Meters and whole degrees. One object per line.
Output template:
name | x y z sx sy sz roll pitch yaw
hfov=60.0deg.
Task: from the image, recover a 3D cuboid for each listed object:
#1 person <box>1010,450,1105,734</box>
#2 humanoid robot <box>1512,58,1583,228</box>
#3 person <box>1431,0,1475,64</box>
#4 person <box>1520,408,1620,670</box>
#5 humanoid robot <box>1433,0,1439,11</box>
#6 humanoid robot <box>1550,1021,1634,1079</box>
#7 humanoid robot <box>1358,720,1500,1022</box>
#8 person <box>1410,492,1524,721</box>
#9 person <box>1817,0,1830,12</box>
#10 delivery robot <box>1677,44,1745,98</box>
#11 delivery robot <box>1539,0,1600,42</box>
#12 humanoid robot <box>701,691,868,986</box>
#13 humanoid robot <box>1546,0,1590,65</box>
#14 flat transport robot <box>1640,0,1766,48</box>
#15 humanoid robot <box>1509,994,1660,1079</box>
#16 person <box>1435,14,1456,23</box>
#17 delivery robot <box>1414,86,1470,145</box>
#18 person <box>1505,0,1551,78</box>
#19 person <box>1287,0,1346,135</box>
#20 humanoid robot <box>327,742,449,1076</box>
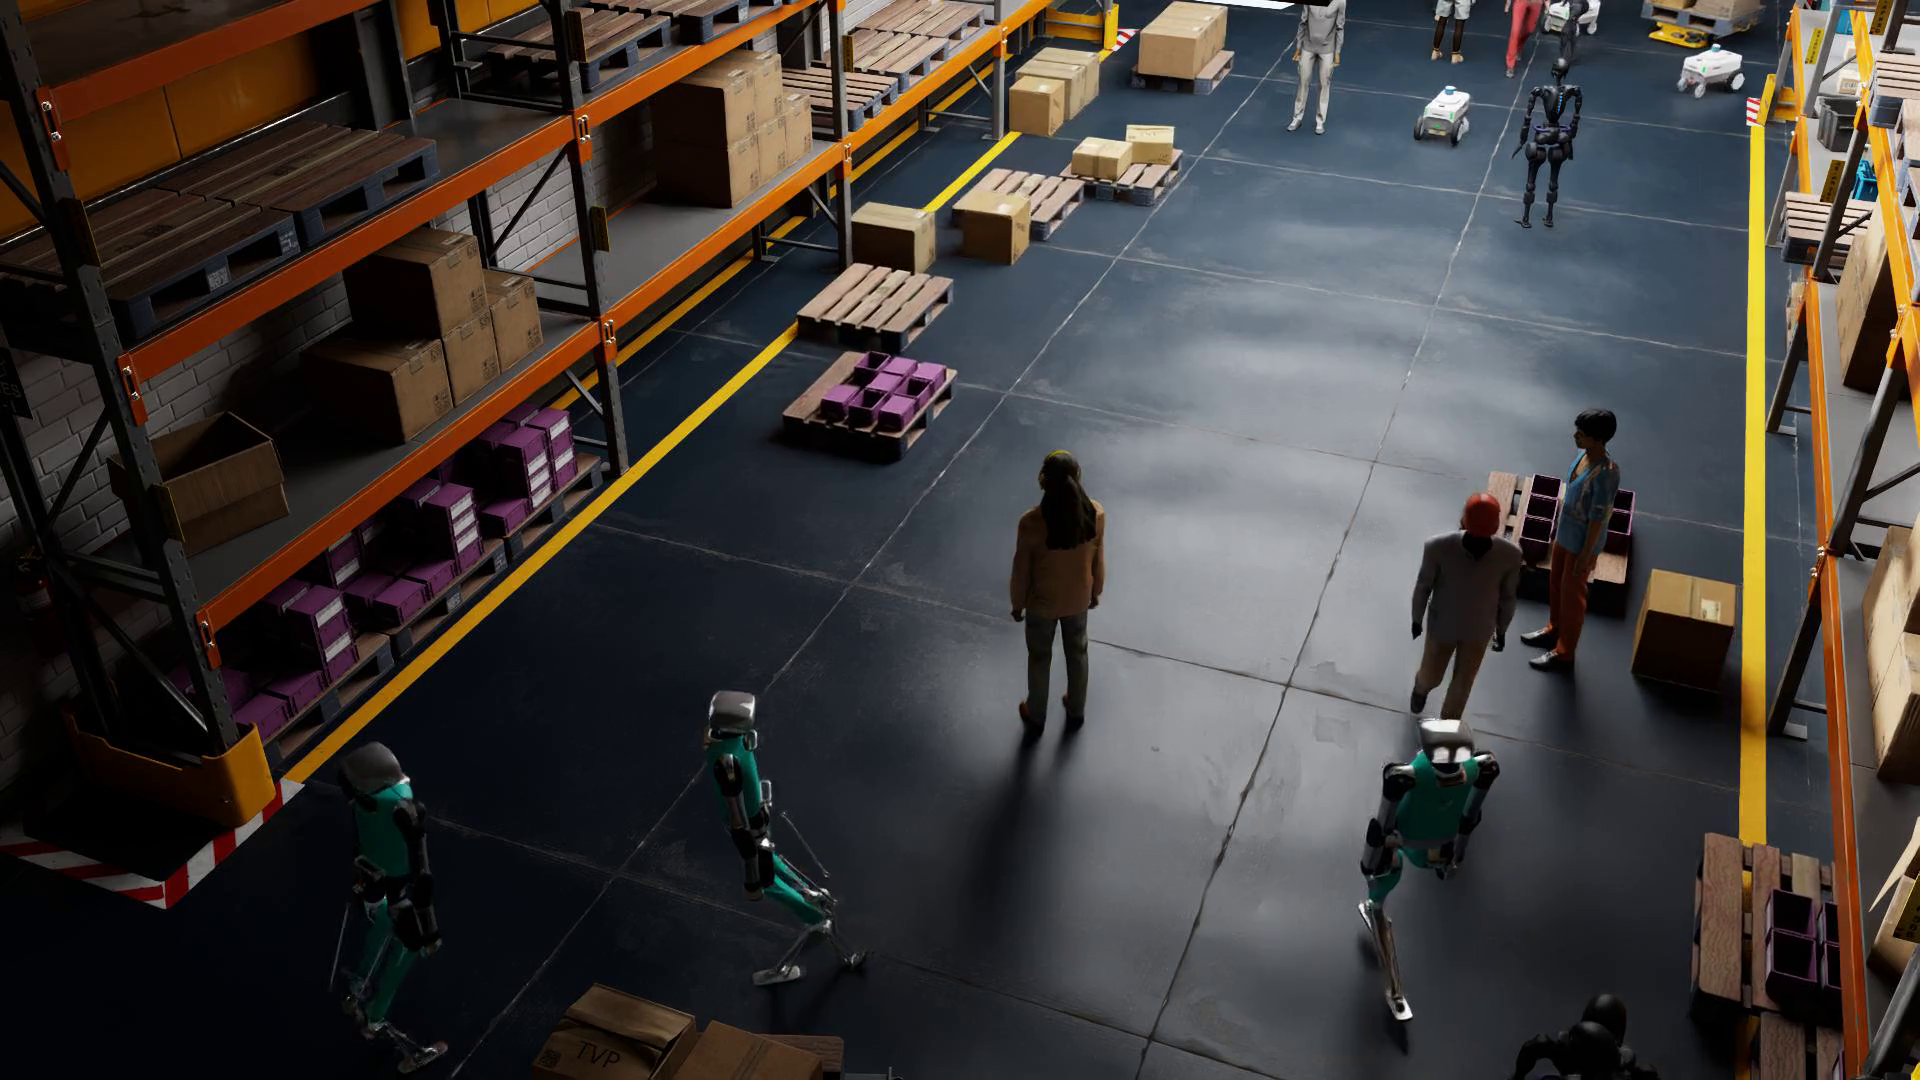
person | 0.570 0.331 9.612 0.562 1.870 0.394 -10 34 -15
humanoid robot | 5.754 -3.895 16.309 0.599 1.657 0.315 -1 33 -1
person | 6.238 -6.853 20.885 0.533 1.692 0.320 22 39 30
person | 3.783 -0.012 10.241 0.339 1.758 0.502 0 33 0
humanoid robot | 6.601 -8.048 22.722 0.697 1.825 0.551 -22 39 -30
humanoid robot | 2.303 2.506 6.427 0.609 1.639 0.487 -12 35 -18
humanoid robot | 2.122 1.429 8.051 0.537 1.745 1.002 -6 33 -9
person | 2.872 0.448 9.545 0.565 1.737 0.450 5 33 7
person | 10.930 -6.800 20.645 0.520 1.866 0.392 13 35 20
delivery robot | 9.115 -5.701 20.153 0.779 0.597 0.499 -17 37 -24
delivery robot | 8.137 -6.968 22.129 0.802 0.614 0.499 -20 38 -27
humanoid robot | -0.794 1.505 8.011 0.780 1.895 0.544 -5 33 -7
humanoid robot | 7.705 -6.806 20.824 0.475 1.646 0.601 0 33 0
flat transport robot | 9.876 -6.830 22.162 1.431 0.231 0.659 -25 40 -33
humanoid robot | 2.443 2.374 6.622 0.589 1.642 0.364 11 35 17
person | 6.727 -7.894 22.417 0.484 1.777 0.311 -7 34 -11
delivery robot | 5.490 -4.811 18.766 0.524 0.587 0.748 17 37 24
person | 7.029 -6.694 20.599 0.521 1.726 0.829 2 33 4
person | 4.014 -5.512 18.624 0.528 1.898 0.396 12 35 18
humanoid robot | -2.659 1.769 7.505 0.540 1.785 0.683 23 39 31
